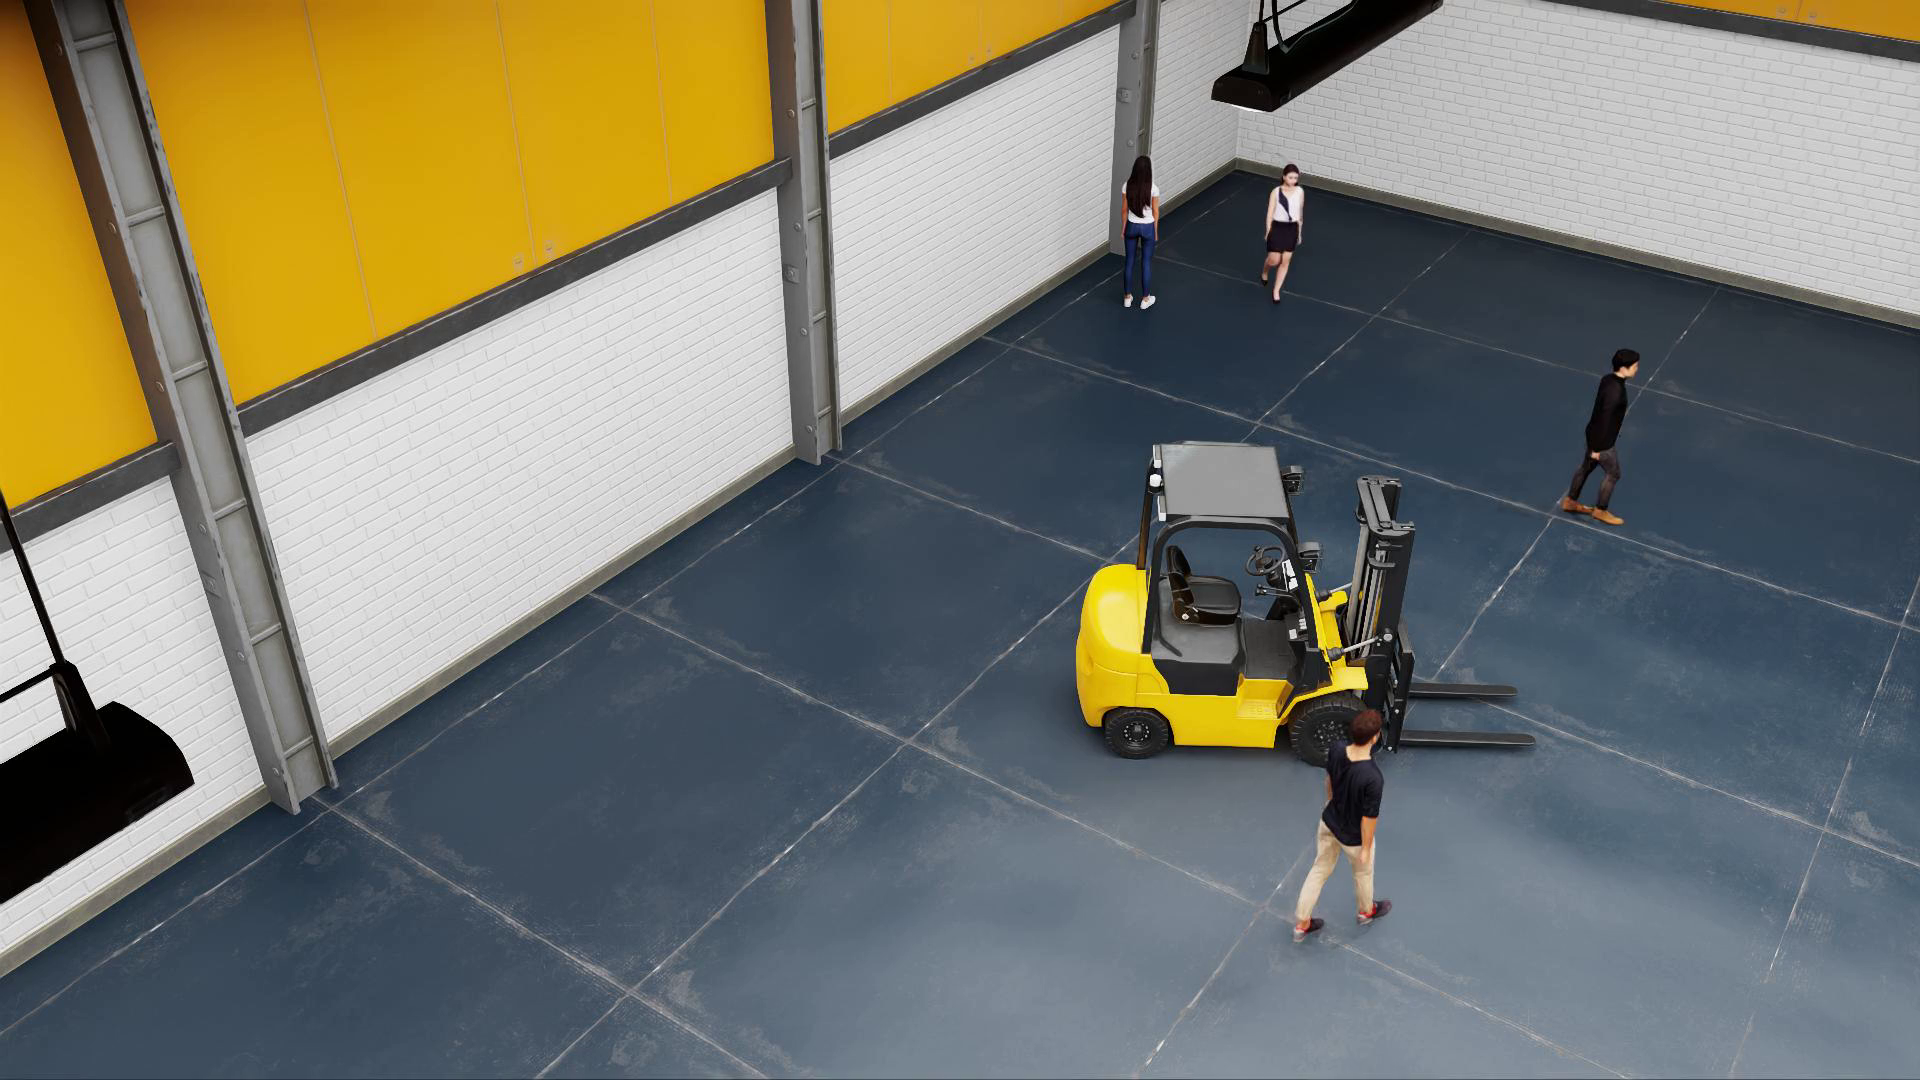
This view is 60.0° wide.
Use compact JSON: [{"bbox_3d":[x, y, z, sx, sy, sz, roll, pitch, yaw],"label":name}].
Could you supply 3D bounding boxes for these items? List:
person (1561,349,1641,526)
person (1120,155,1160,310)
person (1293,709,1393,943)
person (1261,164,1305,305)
[{"bbox_3d":[5.707,-0.952,14.946,0.868,1.708,0.827,6,34,9],"label":"person"},{"bbox_3d":[2.013,-3.448,18.641,0.628,1.774,0.581,14,36,20],"label":"person"},{"bbox_3d":[2.407,1.866,10.602,1.103,1.824,0.903,-20,38,-27],"label":"person"},{"bbox_3d":[3.633,-3.487,18.824,0.764,1.636,0.824,-5,34,-8],"label":"person"}]
